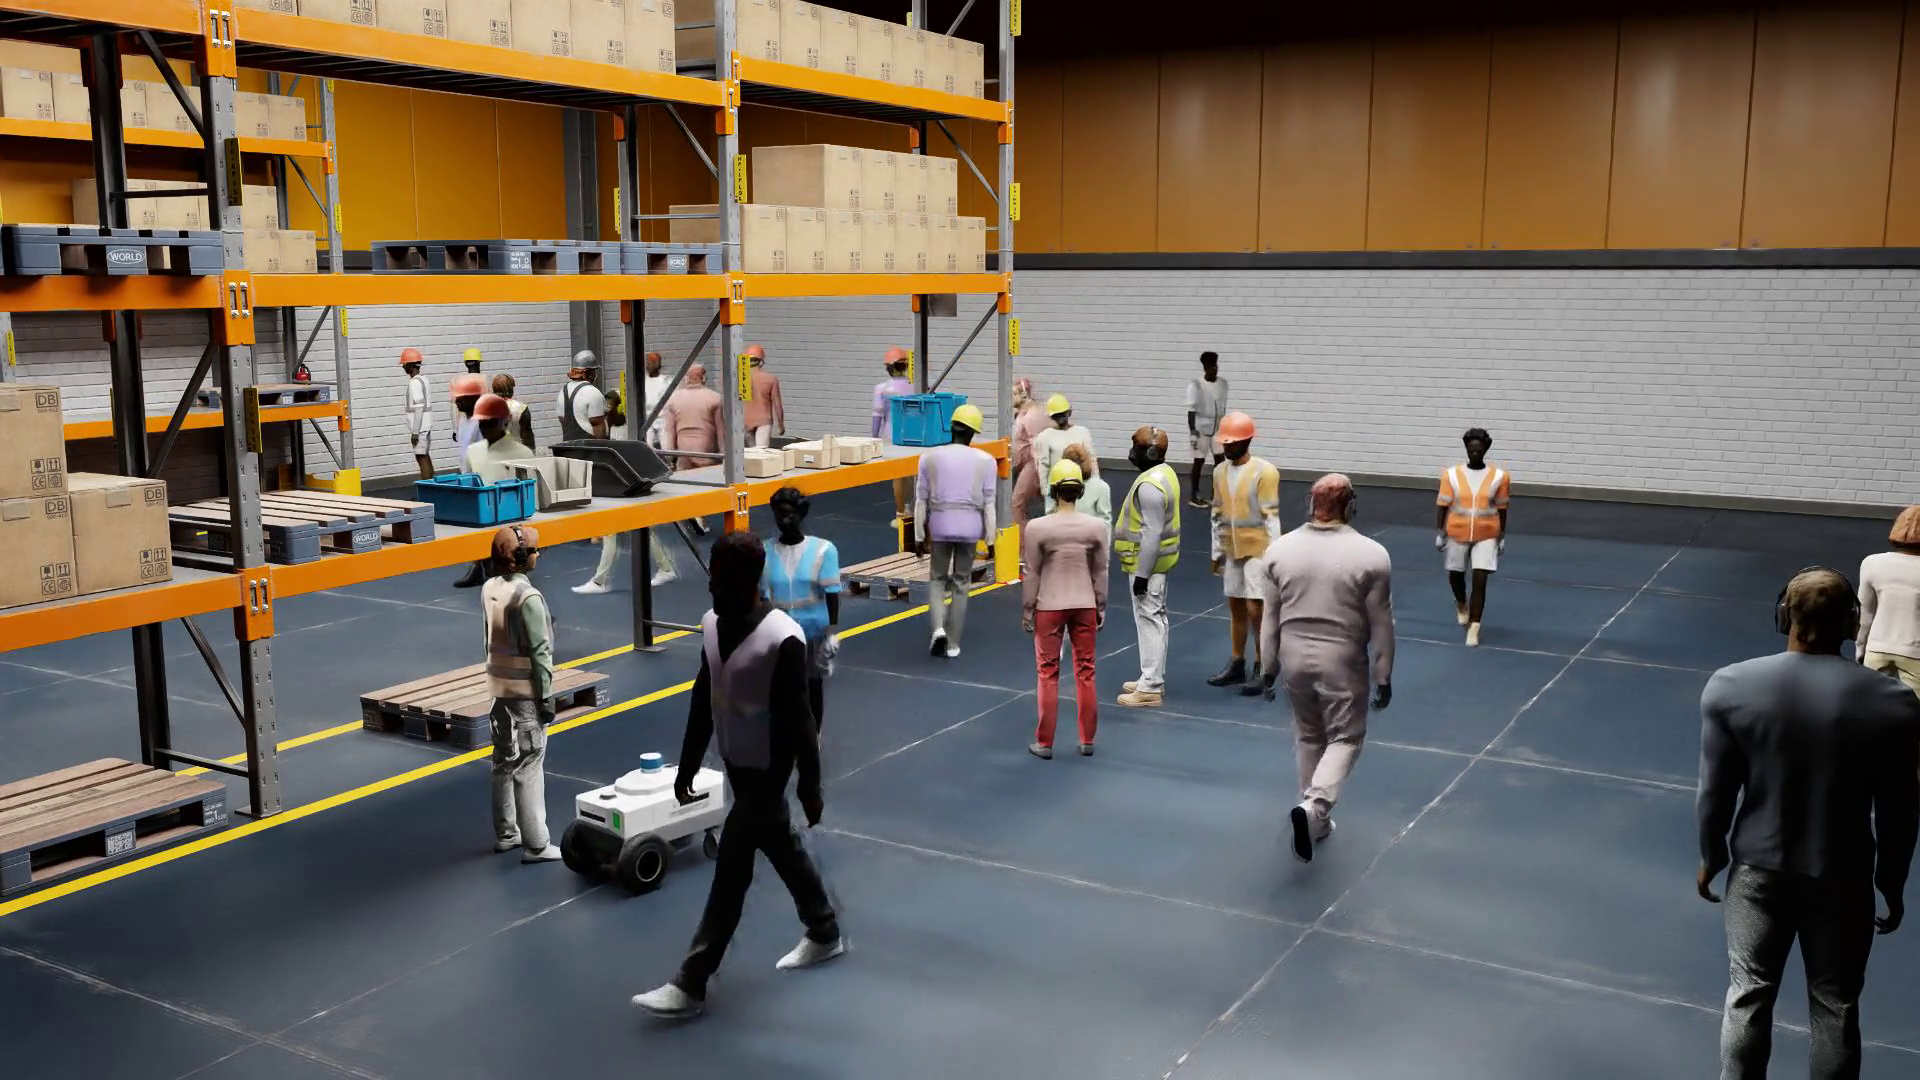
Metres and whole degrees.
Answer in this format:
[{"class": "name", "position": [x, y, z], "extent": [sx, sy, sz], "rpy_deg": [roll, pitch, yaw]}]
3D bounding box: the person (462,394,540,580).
[{"class": "person", "position": [-3.378, -0.069, 12.034], "extent": [0.632, 1.974, 0.506], "rpy_deg": [6, 11, 31]}]

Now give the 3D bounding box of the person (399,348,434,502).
[{"class": "person", "position": [-6.643, -1.377, 20.344], "extent": [0.373, 1.933, 0.549], "rpy_deg": [-1, 9, -7]}]

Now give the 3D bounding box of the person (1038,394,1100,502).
[{"class": "person", "position": [0.992, -0.532, 15.716], "extent": [0.583, 1.720, 0.850], "rpy_deg": [-3, 10, -20]}]

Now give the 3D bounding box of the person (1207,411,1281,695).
[{"class": "person", "position": [1.919, 0.090, 11.249], "extent": [0.440, 1.926, 0.641], "rpy_deg": [-7, 12, -39]}]

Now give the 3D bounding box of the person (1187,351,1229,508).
[{"class": "person", "position": [2.966, -1.319, 20.004], "extent": [0.623, 1.917, 0.699], "rpy_deg": [-4, 10, -22]}]

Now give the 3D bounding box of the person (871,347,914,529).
[{"class": "person", "position": [-0.715, -1.130, 18.513], "extent": [0.646, 2.025, 0.556], "rpy_deg": [-6, 11, -32]}]

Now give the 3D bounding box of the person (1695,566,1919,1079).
[{"class": "person", "position": [2.645, 1.044, 5.244], "extent": [0.627, 1.933, 0.371], "rpy_deg": [5, 10, 29]}]

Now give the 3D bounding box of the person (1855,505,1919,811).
[{"class": "person", "position": [5.002, 0.624, 8.828], "extent": [0.285, 1.625, 0.497], "rpy_deg": [-7, 12, -38]}]

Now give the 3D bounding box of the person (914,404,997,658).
[{"class": "person", "position": [-0.034, -0.051, 12.247], "extent": [0.615, 1.885, 0.496], "rpy_deg": [0, 9, 2]}]

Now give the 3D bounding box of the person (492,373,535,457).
[{"class": "person", "position": [-4.567, -0.753, 16.743], "extent": [0.634, 1.841, 0.429], "rpy_deg": [1, 9, 7]}]

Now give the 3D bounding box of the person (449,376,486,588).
[{"class": "person", "position": [-4.340, -0.527, 15.072], "extent": [0.549, 1.926, 0.570], "rpy_deg": [-8, 12, -42]}]

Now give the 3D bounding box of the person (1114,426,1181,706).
[{"class": "person", "position": [1.231, 0.169, 10.979], "extent": [0.429, 1.846, 0.633], "rpy_deg": [2, 9, 13]}]

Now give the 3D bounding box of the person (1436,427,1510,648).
[{"class": "person", "position": [3.968, -0.052, 12.881], "extent": [0.540, 1.671, 0.740], "rpy_deg": [3, 10, 21]}]

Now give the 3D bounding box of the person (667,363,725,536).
[{"class": "person", "position": [-2.836, -0.955, 17.860], "extent": [0.662, 1.883, 0.620], "rpy_deg": [2, 9, 15]}]

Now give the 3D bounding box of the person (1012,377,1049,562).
[{"class": "person", "position": [0.799, -0.683, 16.355], "extent": [0.921, 1.845, 0.672], "rpy_deg": [0, 9, 3]}]

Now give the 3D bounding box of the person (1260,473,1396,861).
[{"class": "person", "position": [1.755, 0.621, 8.070], "extent": [0.670, 1.883, 0.746], "rpy_deg": [6, 11, 32]}]

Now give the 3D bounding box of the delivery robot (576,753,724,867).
[{"class": "delivery robot", "position": [-1.463, 1.257, 7.906], "extent": [0.477, 0.478, 0.707], "rpy_deg": [7, 12, 39]}]

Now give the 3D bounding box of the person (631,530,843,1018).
[{"class": "person", "position": [-0.843, 0.880, 6.496], "extent": [1.049, 1.858, 0.613], "rpy_deg": [-7, 12, -38]}]

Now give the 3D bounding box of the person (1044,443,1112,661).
[{"class": "person", "position": [0.849, 0.104, 12.154], "extent": [0.510, 1.598, 0.797], "rpy_deg": [2, 9, 11]}]

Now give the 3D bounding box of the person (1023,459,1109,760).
[{"class": "person", "position": [0.615, 0.405, 9.775], "extent": [0.519, 1.761, 0.334], "rpy_deg": [-3, 9, -16]}]

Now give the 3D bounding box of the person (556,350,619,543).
[{"class": "person", "position": [-3.909, -0.991, 17.606], "extent": [0.683, 2.000, 0.538], "rpy_deg": [8, 12, 41]}]

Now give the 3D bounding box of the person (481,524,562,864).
[{"class": "person", "position": [-2.126, 0.741, 8.041], "extent": [0.309, 1.641, 0.513], "rpy_deg": [-9, 13, -43]}]

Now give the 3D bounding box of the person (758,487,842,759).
[{"class": "person", "position": [-0.926, 0.534, 9.294], "extent": [0.536, 1.648, 0.866], "rpy_deg": [0, 9, 0]}]

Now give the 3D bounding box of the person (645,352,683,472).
[{"class": "person", "position": [-3.861, -1.502, 21.410], "extent": [0.585, 1.852, 0.926], "rpy_deg": [4, 10, 25]}]

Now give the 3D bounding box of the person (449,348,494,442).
[{"class": "person", "position": [-6.006, -1.414, 20.609], "extent": [0.589, 1.924, 0.384], "rpy_deg": [-3, 10, -21]}]

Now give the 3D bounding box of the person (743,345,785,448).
[{"class": "person", "position": [-2.567, -1.479, 20.957], "extent": [0.612, 1.953, 1.012], "rpy_deg": [3, 10, 17]}]

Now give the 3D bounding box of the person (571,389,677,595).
[{"class": "person", "position": [-2.988, -0.441, 14.883], "extent": [0.992, 1.824, 0.549], "rpy_deg": [-5, 10, -28]}]
